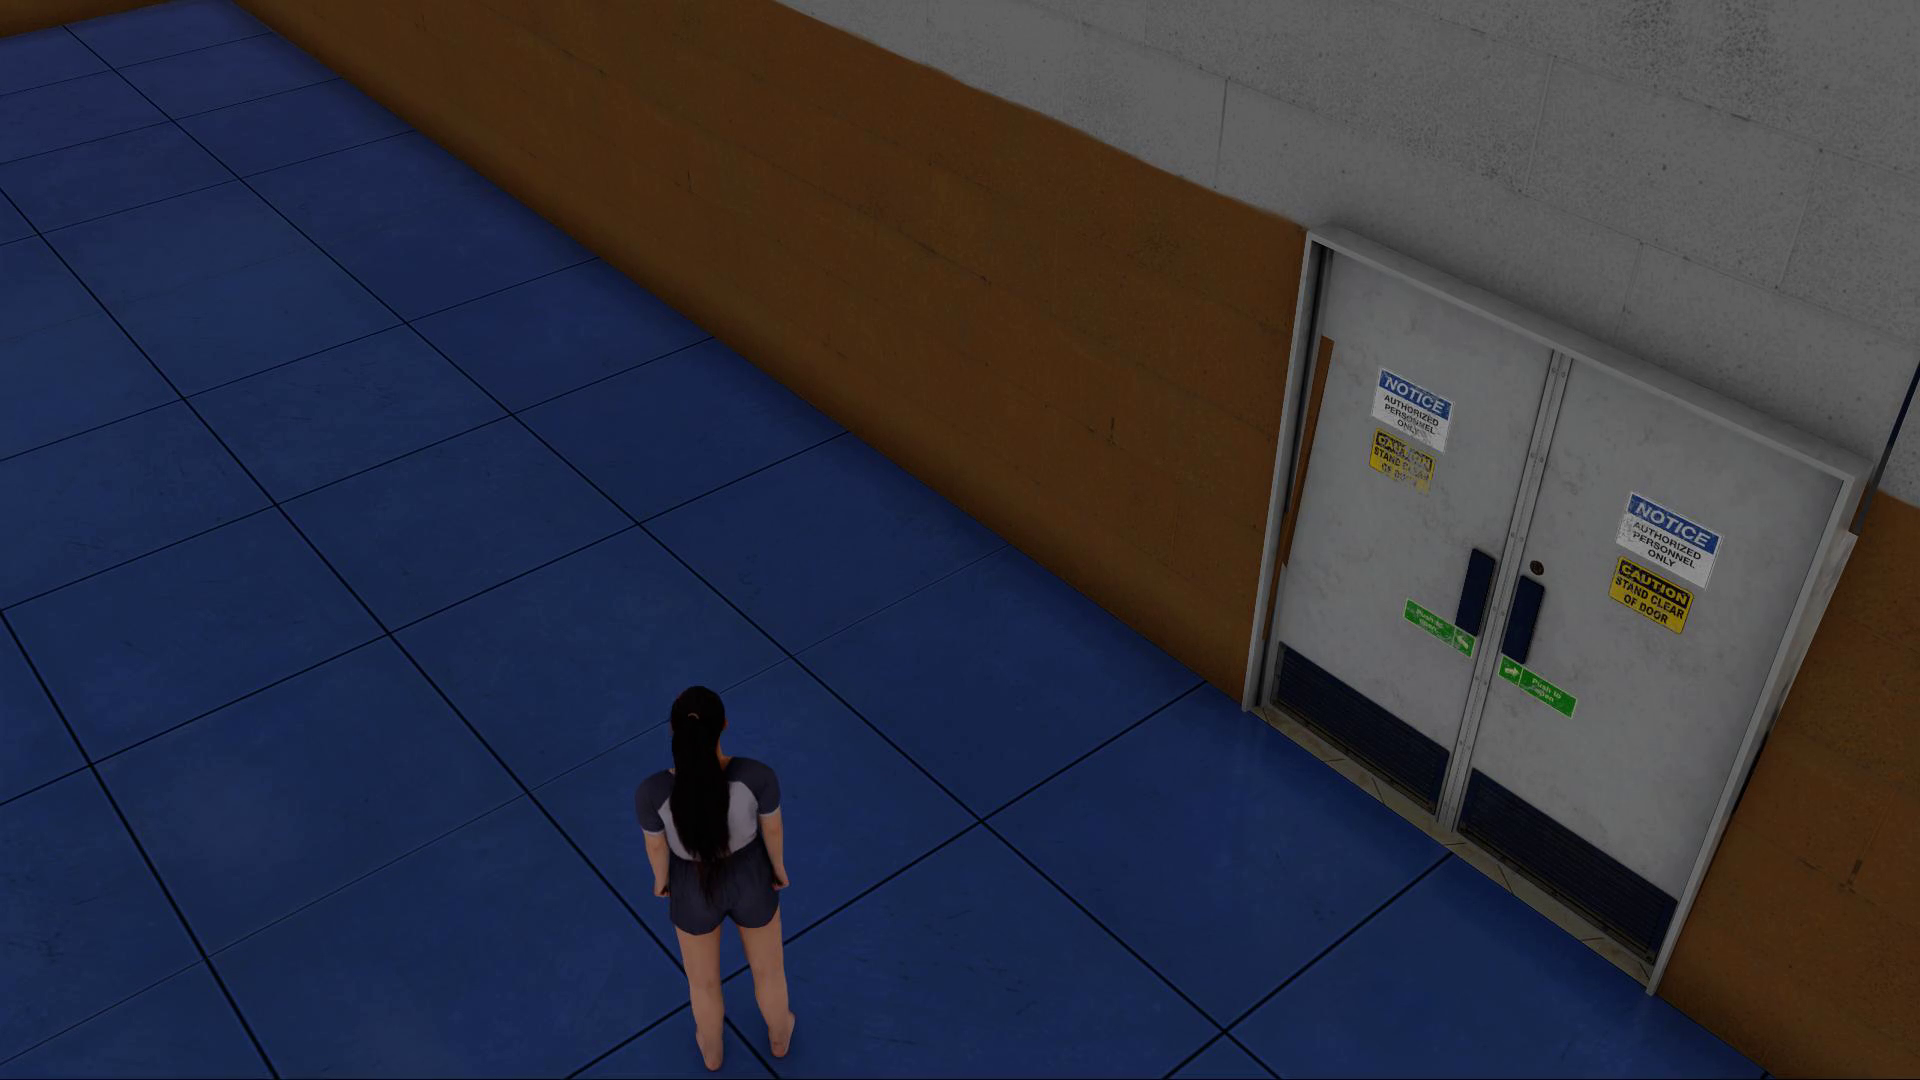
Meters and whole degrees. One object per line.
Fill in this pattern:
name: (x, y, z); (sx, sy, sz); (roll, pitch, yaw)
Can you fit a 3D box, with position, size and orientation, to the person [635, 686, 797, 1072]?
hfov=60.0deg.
person: (-0.769, 1.126, 5.398); (0.617, 1.650, 0.732); (-6, 37, -8)
